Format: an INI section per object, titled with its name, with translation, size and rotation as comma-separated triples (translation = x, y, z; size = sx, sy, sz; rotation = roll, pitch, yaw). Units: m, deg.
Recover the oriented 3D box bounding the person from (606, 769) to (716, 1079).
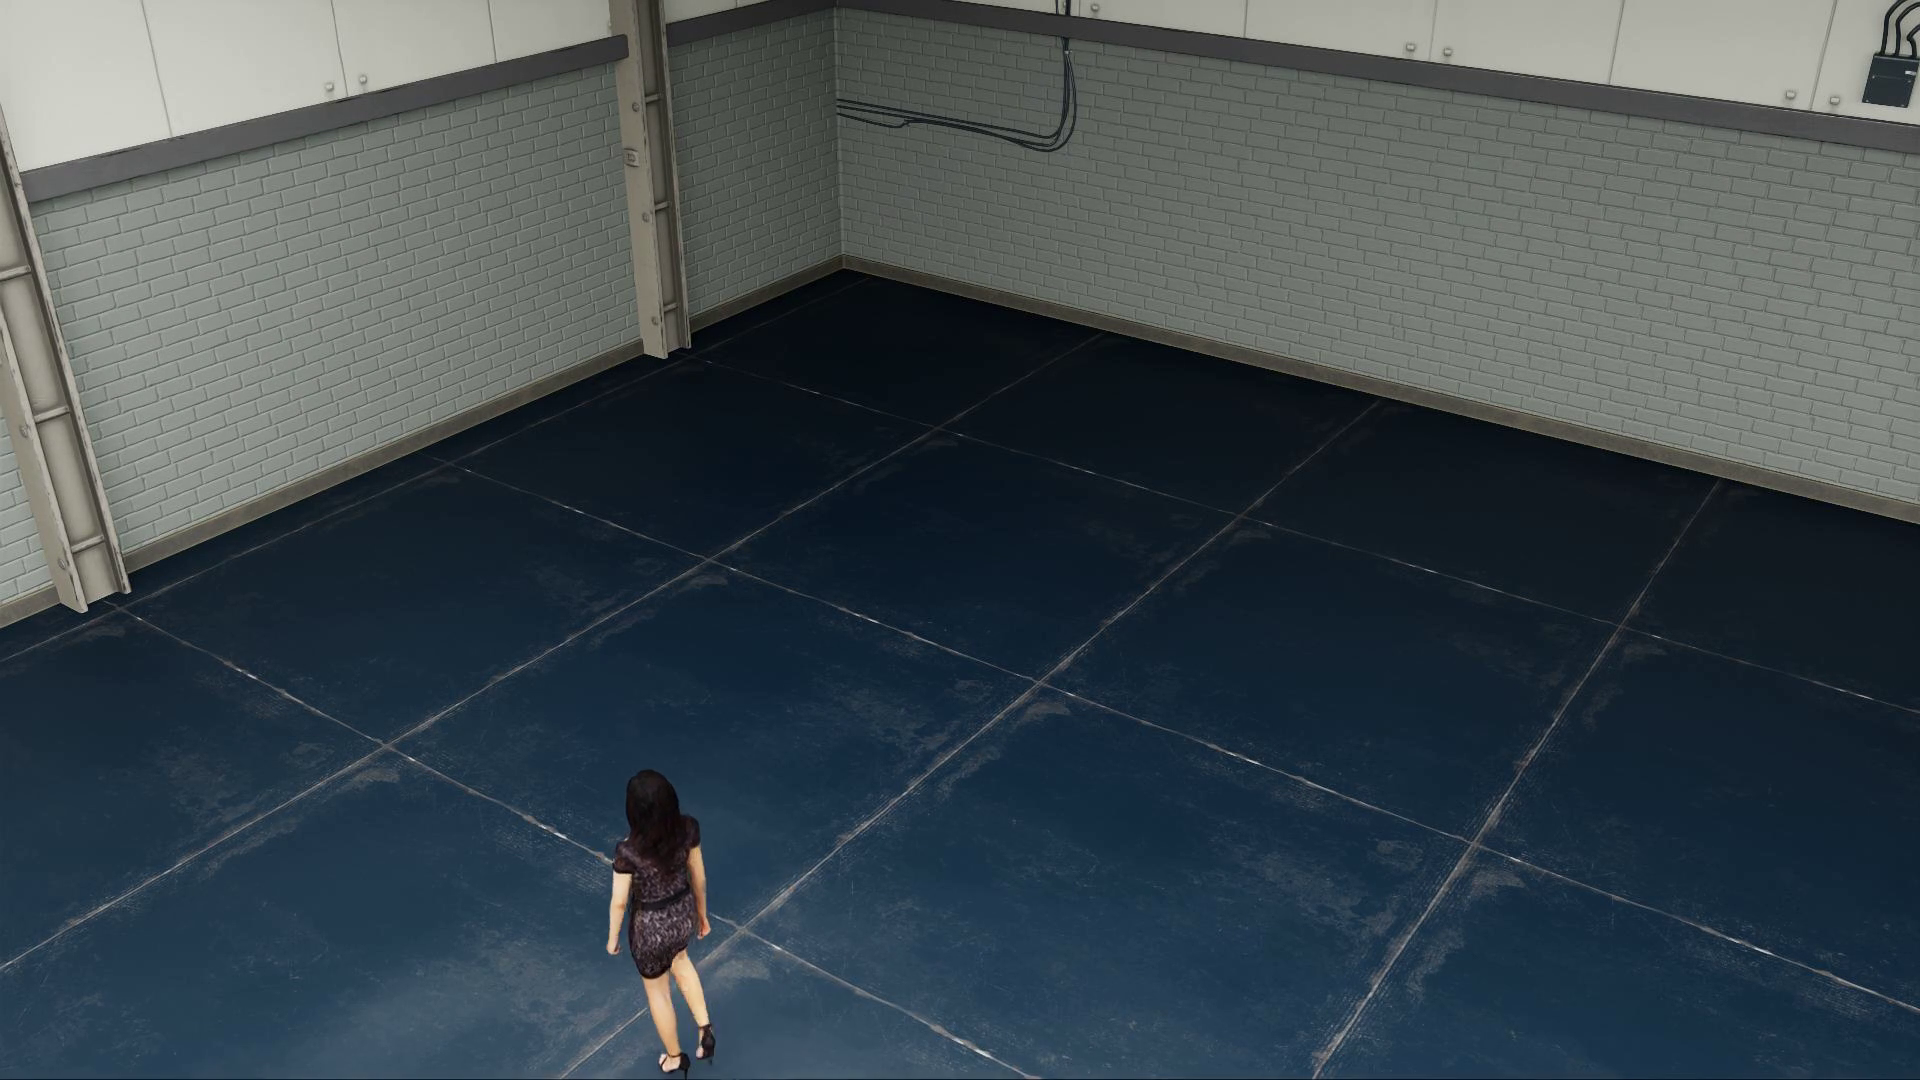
[person]
translation = -1.324, 1.845, 7.643
size = 0.608, 1.781, 0.715
rotation = -24, 37, -38
